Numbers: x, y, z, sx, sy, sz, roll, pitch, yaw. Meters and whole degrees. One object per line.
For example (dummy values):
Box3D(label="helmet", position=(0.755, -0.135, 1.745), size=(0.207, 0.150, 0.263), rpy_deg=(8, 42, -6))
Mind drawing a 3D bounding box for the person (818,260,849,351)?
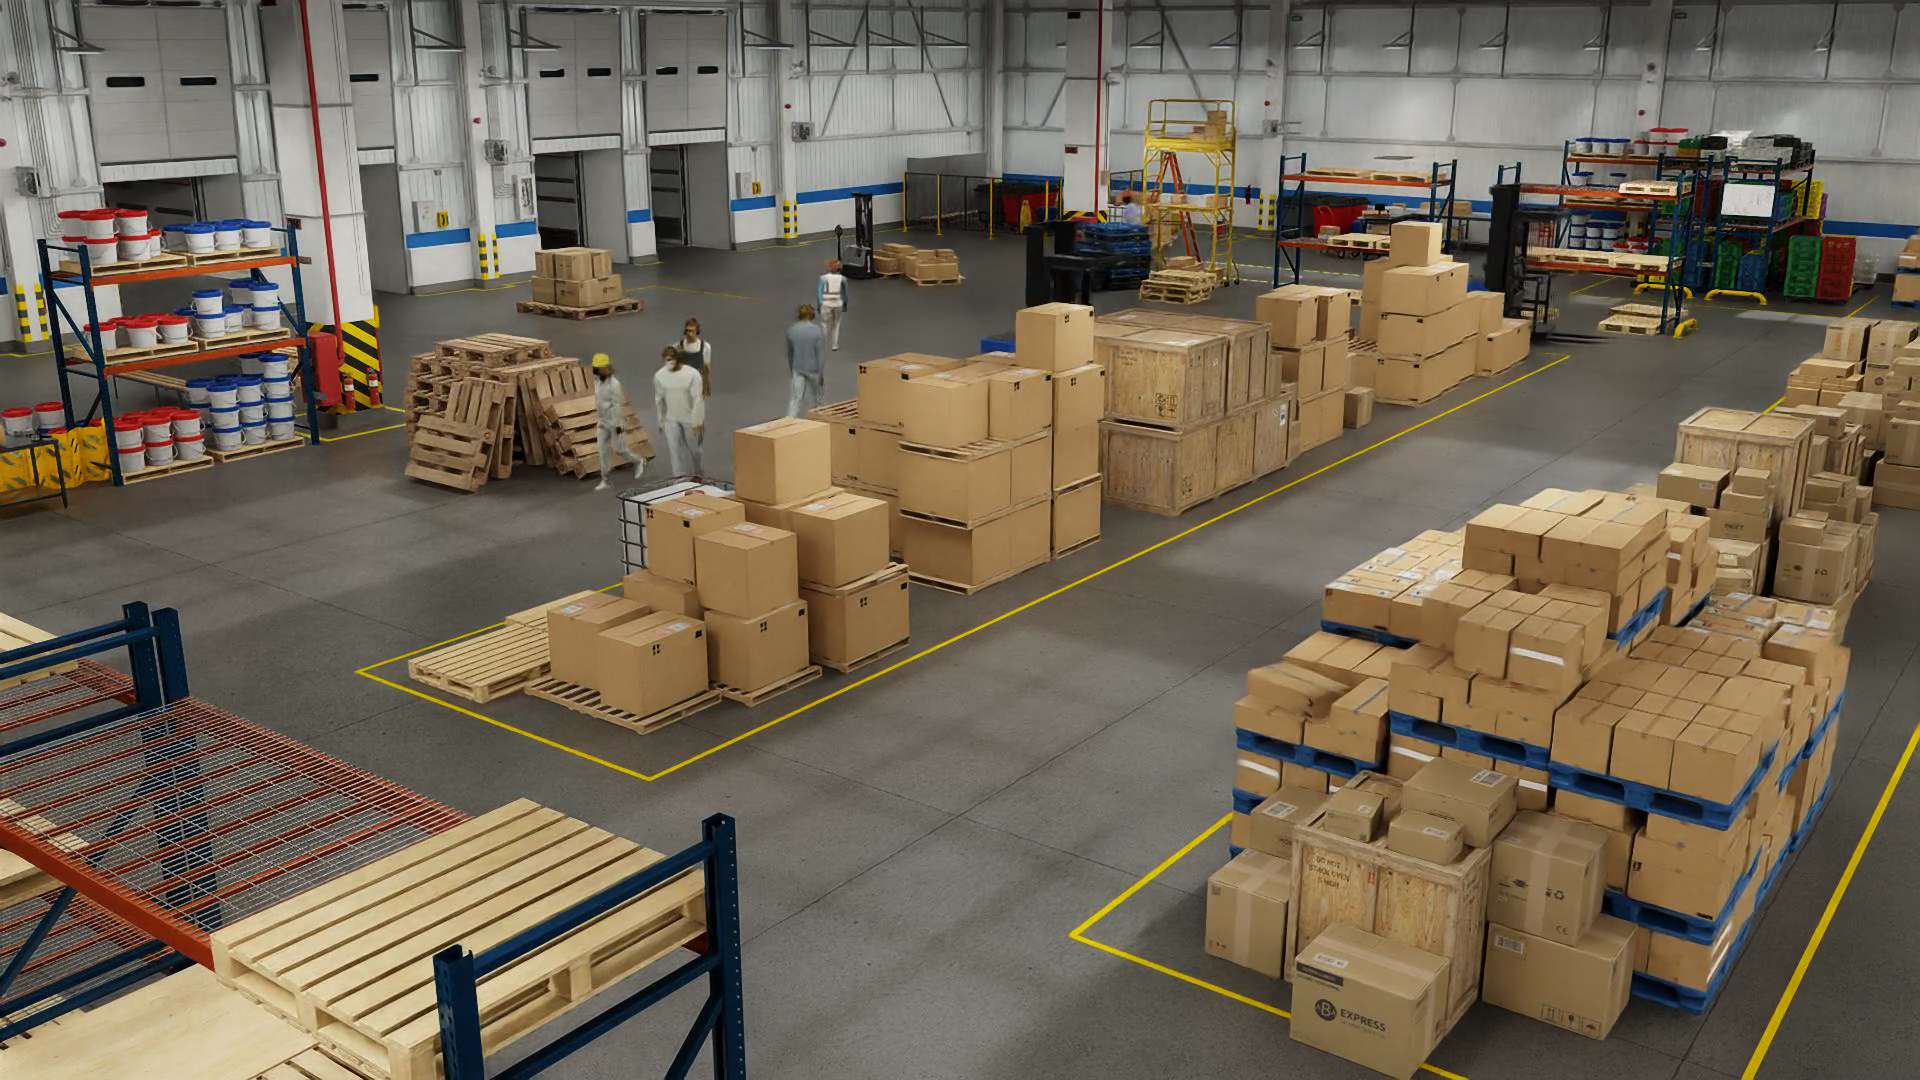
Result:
Box3D(label="person", position=(-2.285, -4.213, 29.879), size=(0.589, 1.607, 0.371), rpy_deg=(-3, 17, -10))

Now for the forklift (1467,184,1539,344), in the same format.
Box3D(label="forklift", position=(10.012, -5.170, 30.895), size=(1.873, 2.768, 1.129), rpy_deg=(9, 19, 29))

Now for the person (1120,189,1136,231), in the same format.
Box3D(label="person", position=(4.069, -7.535, 40.367), size=(0.430, 1.922, 0.564), rpy_deg=(7, 18, 21))

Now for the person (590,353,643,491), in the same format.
Box3D(label="person", position=(-4.309, -1.498, 20.694), size=(0.502, 1.722, 0.626), rpy_deg=(13, 21, 36))

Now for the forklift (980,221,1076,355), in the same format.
Box3D(label="forklift", position=(1.306, -3.307, 24.724), size=(1.873, 2.768, 1.129), rpy_deg=(12, 21, 35))

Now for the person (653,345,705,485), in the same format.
Box3D(label="person", position=(-3.402, -1.483, 20.405), size=(0.650, 1.888, 0.941), rpy_deg=(3, 17, 10))

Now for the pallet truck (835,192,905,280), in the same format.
Box3D(label="pallet truck", position=(-1.936, -7.159, 38.982), size=(1.885, 1.965, 0.823), rpy_deg=(-12, 21, -34))

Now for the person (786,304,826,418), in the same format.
Box3D(label="person", position=(-2.141, -2.377, 23.358), size=(0.631, 1.877, 1.058), rpy_deg=(7, 18, 22))

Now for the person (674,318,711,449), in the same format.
Box3D(label="person", position=(-3.632, -2.132, 22.657), size=(0.520, 1.824, 0.855), rpy_deg=(-1, 17, -4))
